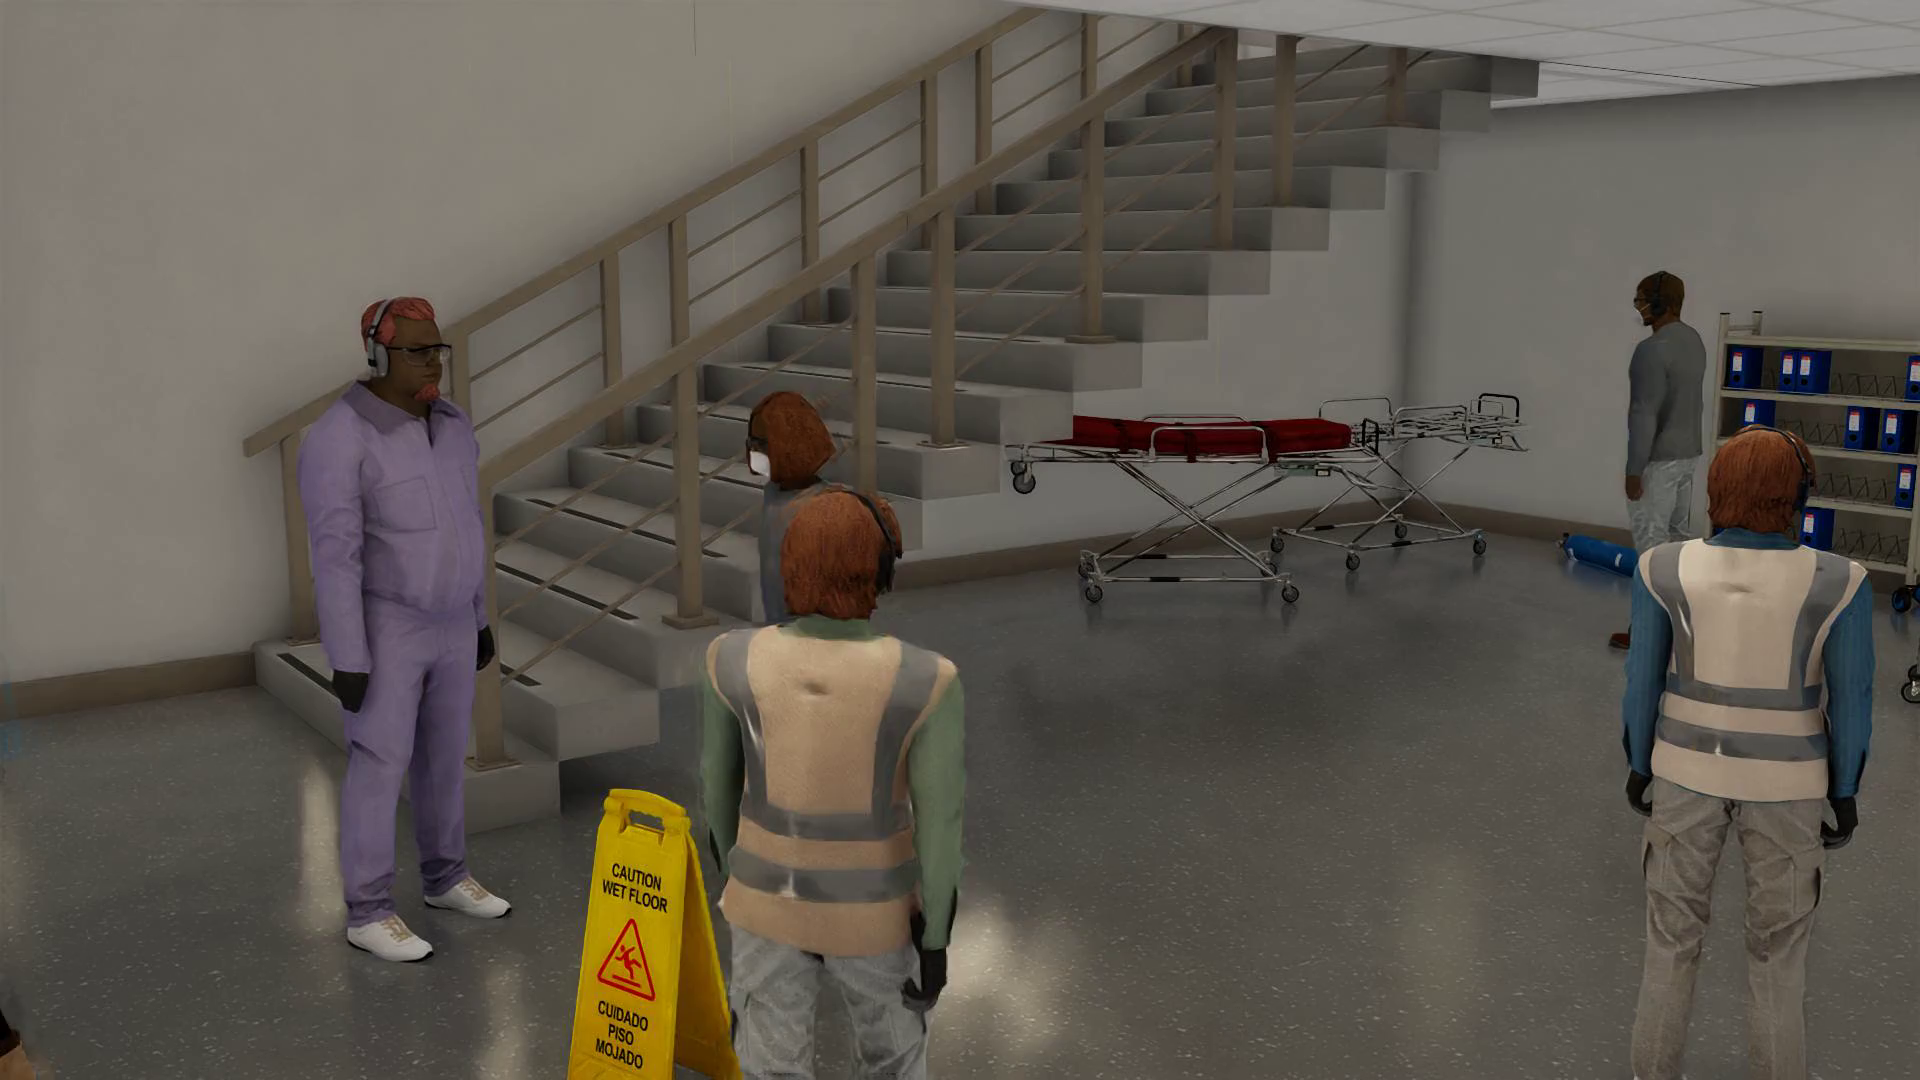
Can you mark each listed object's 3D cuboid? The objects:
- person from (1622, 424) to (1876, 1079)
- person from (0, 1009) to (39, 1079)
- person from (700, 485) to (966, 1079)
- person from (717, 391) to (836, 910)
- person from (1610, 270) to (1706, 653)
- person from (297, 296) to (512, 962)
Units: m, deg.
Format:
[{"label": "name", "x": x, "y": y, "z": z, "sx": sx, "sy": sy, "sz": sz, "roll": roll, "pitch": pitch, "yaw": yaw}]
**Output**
[{"label": "person", "x": 1.765, "y": 0.560, "z": 3.776, "sx": 0.514, "sy": 1.641, "sz": 0.307, "roll": 6, "pitch": 11, "yaw": 30}, {"label": "person", "x": -2.577, "y": 0.556, "z": 3.778, "sx": 0.878, "sy": 1.648, "sz": 0.537, "roll": -2, "pitch": 10, "yaw": -10}, {"label": "person", "x": -0.235, "y": 0.691, "z": 3.134, "sx": 0.518, "sy": 1.602, "sz": 0.745, "roll": 1, "pitch": 10, "yaw": 7}, {"label": "person", "x": -0.533, "y": 0.368, "z": 4.919, "sx": 0.538, "sy": 1.612, "sz": 0.519, "roll": -5, "pitch": 11, "yaw": -26}, {"label": "person", "x": 3.558, "y": -0.395, "z": 8.461, "sx": 0.381, "sy": 1.929, "sz": 0.629, "roll": 9, "pitch": 13, "yaw": 42}, {"label": "person", "x": -1.572, "y": 0.256, "z": 4.802, "sx": 0.397, "sy": 1.899, "sz": 0.644, "roll": 4, "pitch": 11, "yaw": 22}]
